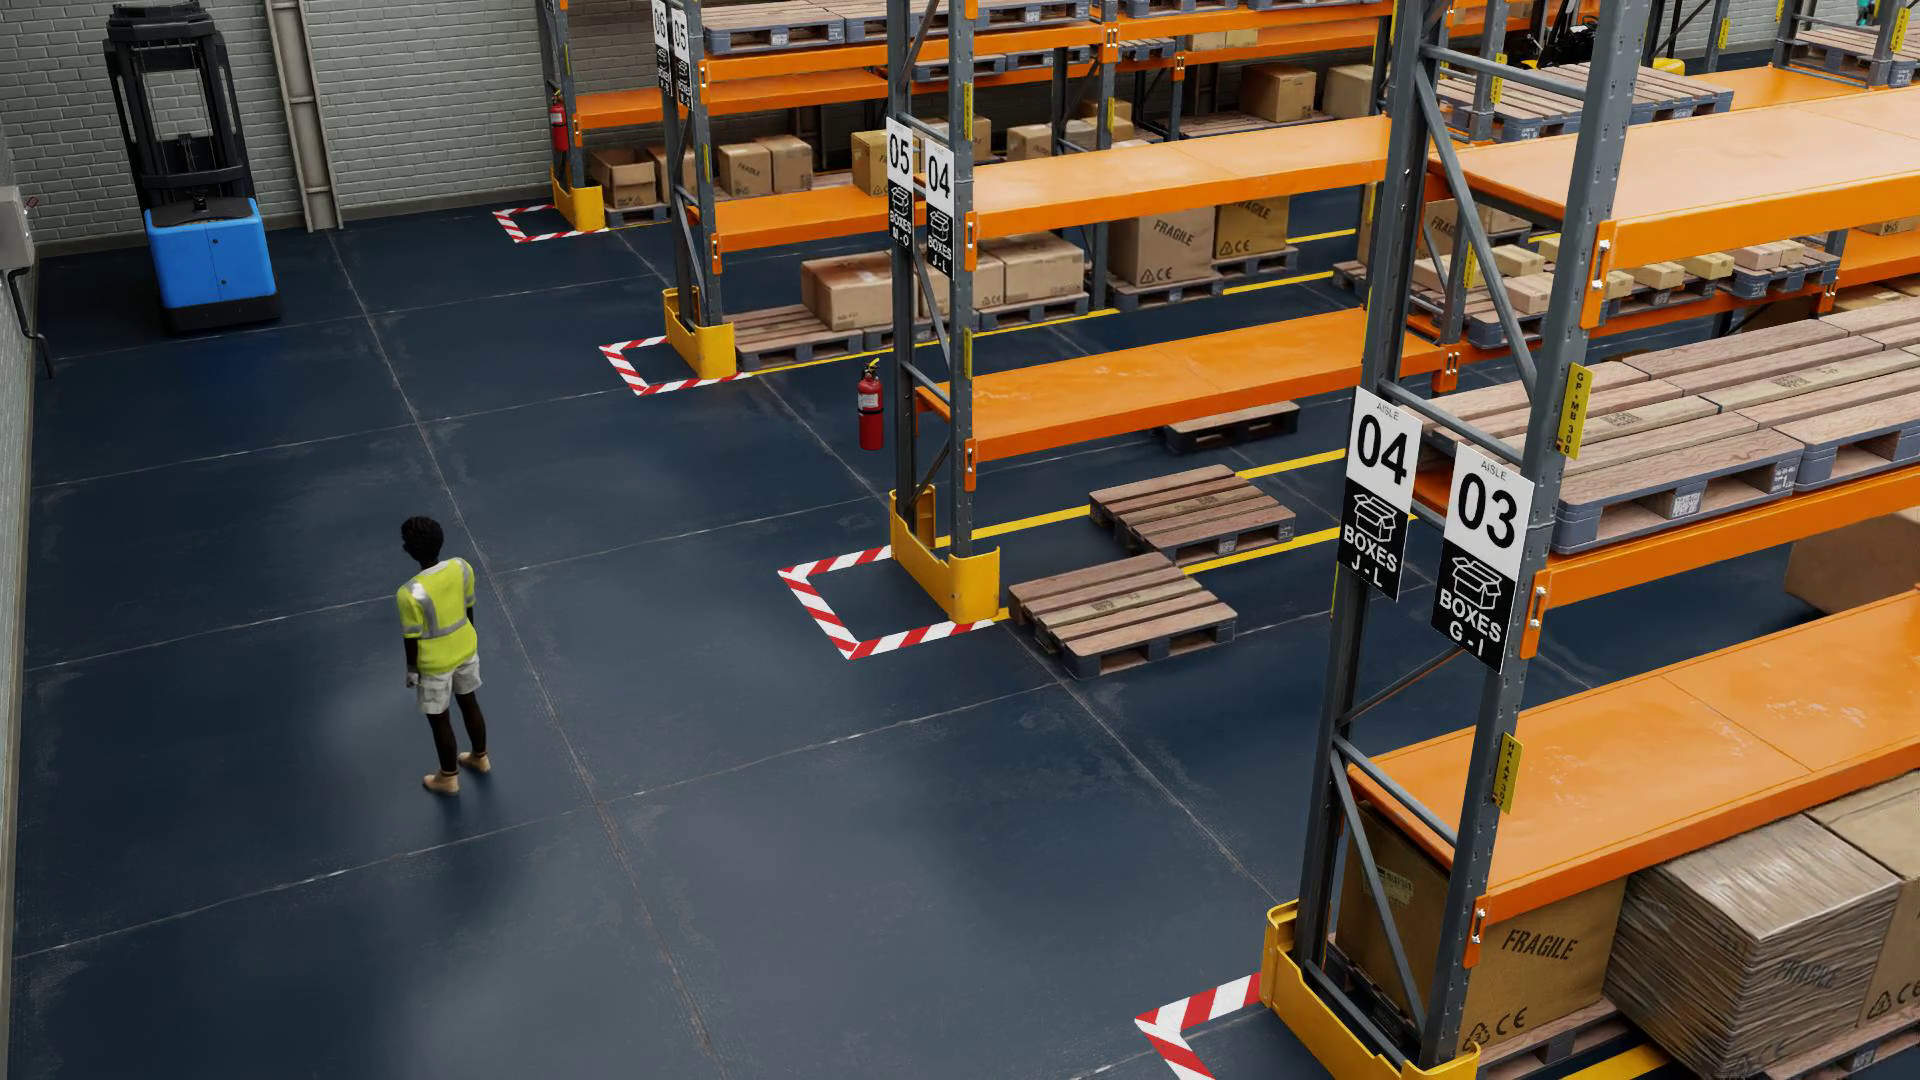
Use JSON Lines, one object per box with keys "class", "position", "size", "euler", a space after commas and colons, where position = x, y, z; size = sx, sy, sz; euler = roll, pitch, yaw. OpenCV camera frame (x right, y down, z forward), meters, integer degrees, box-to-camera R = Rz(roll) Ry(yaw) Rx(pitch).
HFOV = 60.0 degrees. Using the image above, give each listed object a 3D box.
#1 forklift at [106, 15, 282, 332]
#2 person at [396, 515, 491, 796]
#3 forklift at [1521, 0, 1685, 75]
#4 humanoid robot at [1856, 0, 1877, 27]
{"class": "forklift", "position": [-7.548, -3.672, 16.323], "size": [1.129, 2.768, 1.873], "euler": [-12, 30, -22]}
{"class": "person", "position": [-2.893, 0.643, 9.331], "size": [0.324, 1.686, 0.539], "euler": [14, 31, 24]}
{"class": "forklift", "position": [8.950, -6.807, 23.056], "size": [1.214, 2.155, 2.313], "euler": [-12, 30, -22]}
{"class": "humanoid robot", "position": [14.312, -8.006, 25.935], "size": [0.794, 1.865, 0.537], "euler": [4, 28, 8]}
